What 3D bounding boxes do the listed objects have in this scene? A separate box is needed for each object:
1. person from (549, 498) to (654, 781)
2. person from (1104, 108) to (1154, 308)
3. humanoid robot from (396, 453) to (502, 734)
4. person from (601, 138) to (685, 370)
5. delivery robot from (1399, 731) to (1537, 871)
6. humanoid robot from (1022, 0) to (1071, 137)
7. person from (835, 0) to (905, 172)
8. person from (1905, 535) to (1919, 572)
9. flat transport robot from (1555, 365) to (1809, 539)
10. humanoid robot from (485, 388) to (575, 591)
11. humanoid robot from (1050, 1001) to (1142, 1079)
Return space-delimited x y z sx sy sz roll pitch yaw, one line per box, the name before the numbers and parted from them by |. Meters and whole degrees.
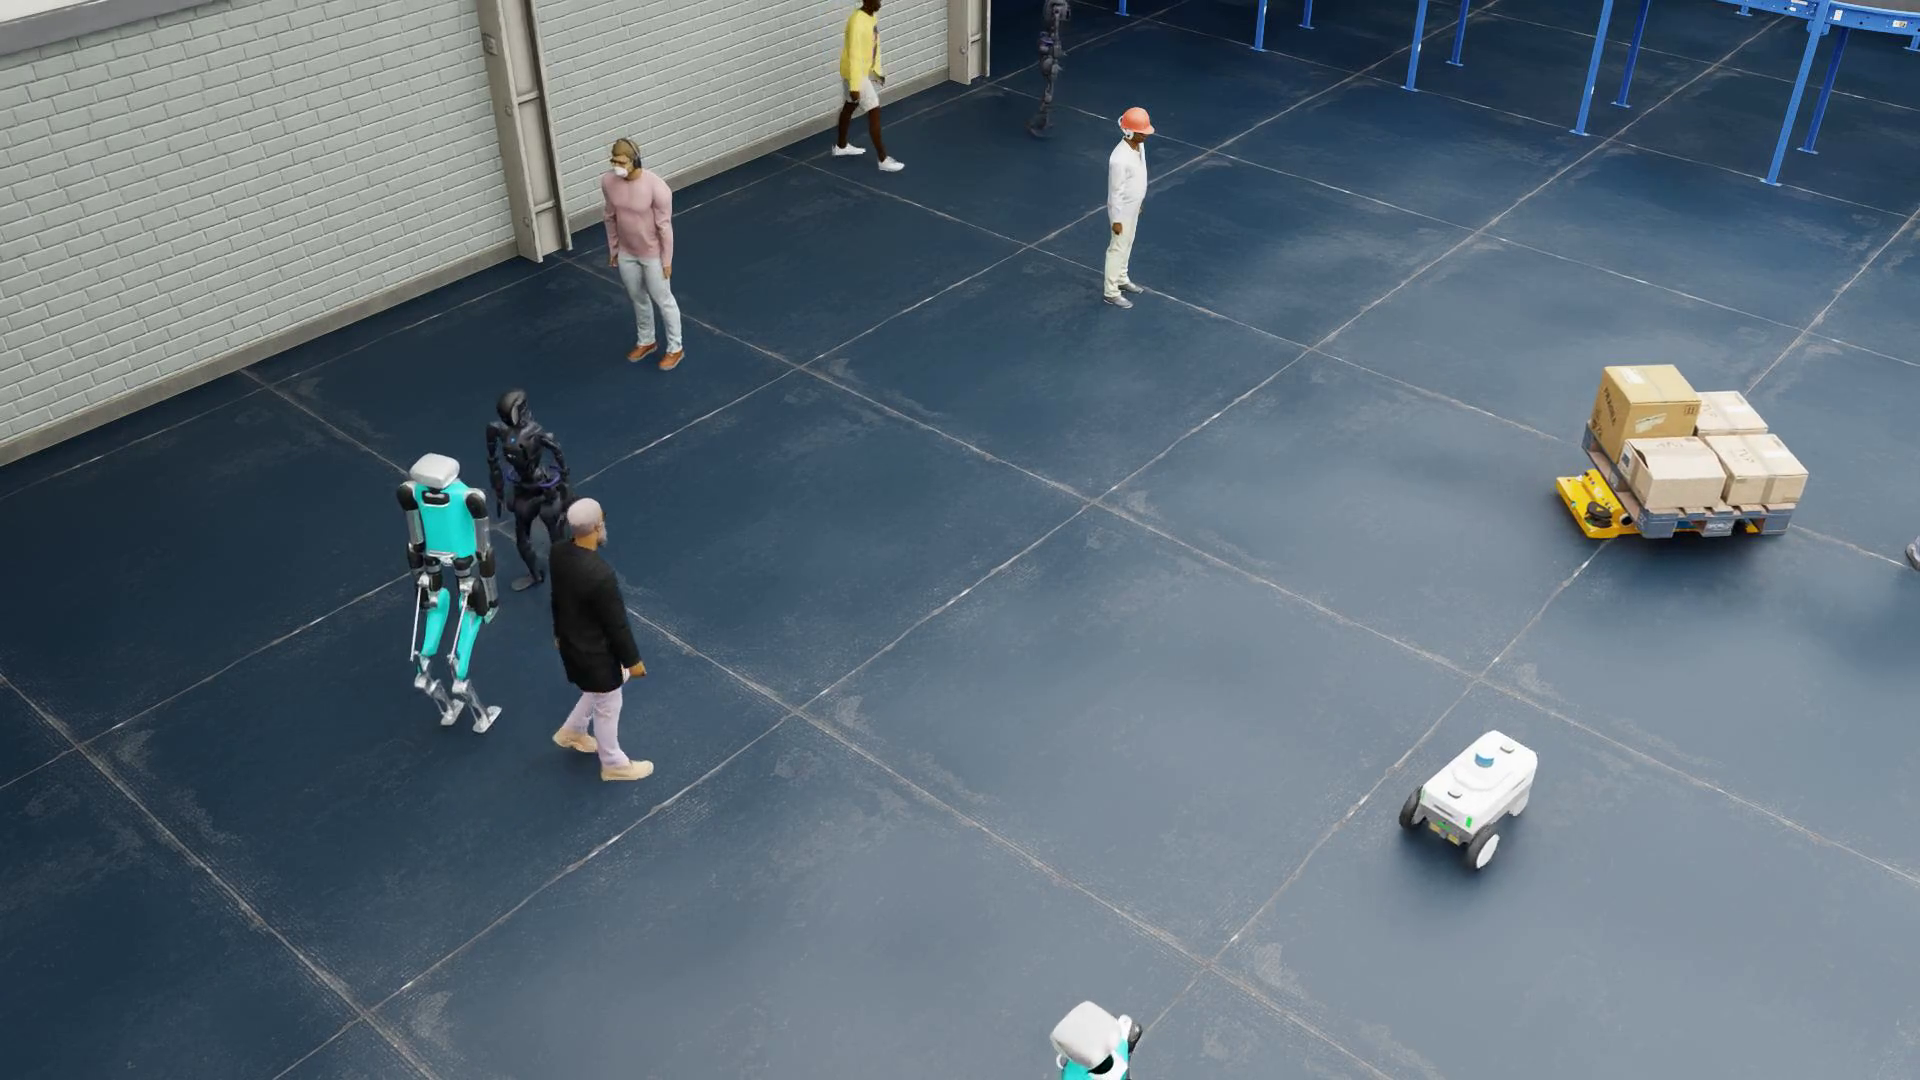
person | -2.043 0.594 9.205 0.497 1.840 0.526 -15 38 -20
person | 1.432 -2.824 14.081 0.349 1.743 0.565 14 38 18
humanoid robot | -2.958 0.395 9.516 0.530 1.724 0.747 7 36 9
person | -2.512 -2.265 13.139 0.624 1.931 0.363 16 38 21
delivery robot | 2.841 1.394 9.176 0.765 0.585 0.499 -29 44 -34
humanoid robot | 0.901 -5.049 17.271 0.474 1.647 0.606 1 35 2
person | -0.925 -4.582 16.476 0.869 1.834 0.578 6 36 9
person | 6.659 -0.561 10.816 0.569 1.843 0.375 13 37 17
flat transport robot | 5.050 -0.292 11.797 1.431 0.231 0.659 -2 36 -3
humanoid robot | -2.698 -0.285 10.584 0.625 1.637 0.411 10 37 13
humanoid robot | 0.325 2.430 6.750 0.714 1.829 0.572 24 42 29
